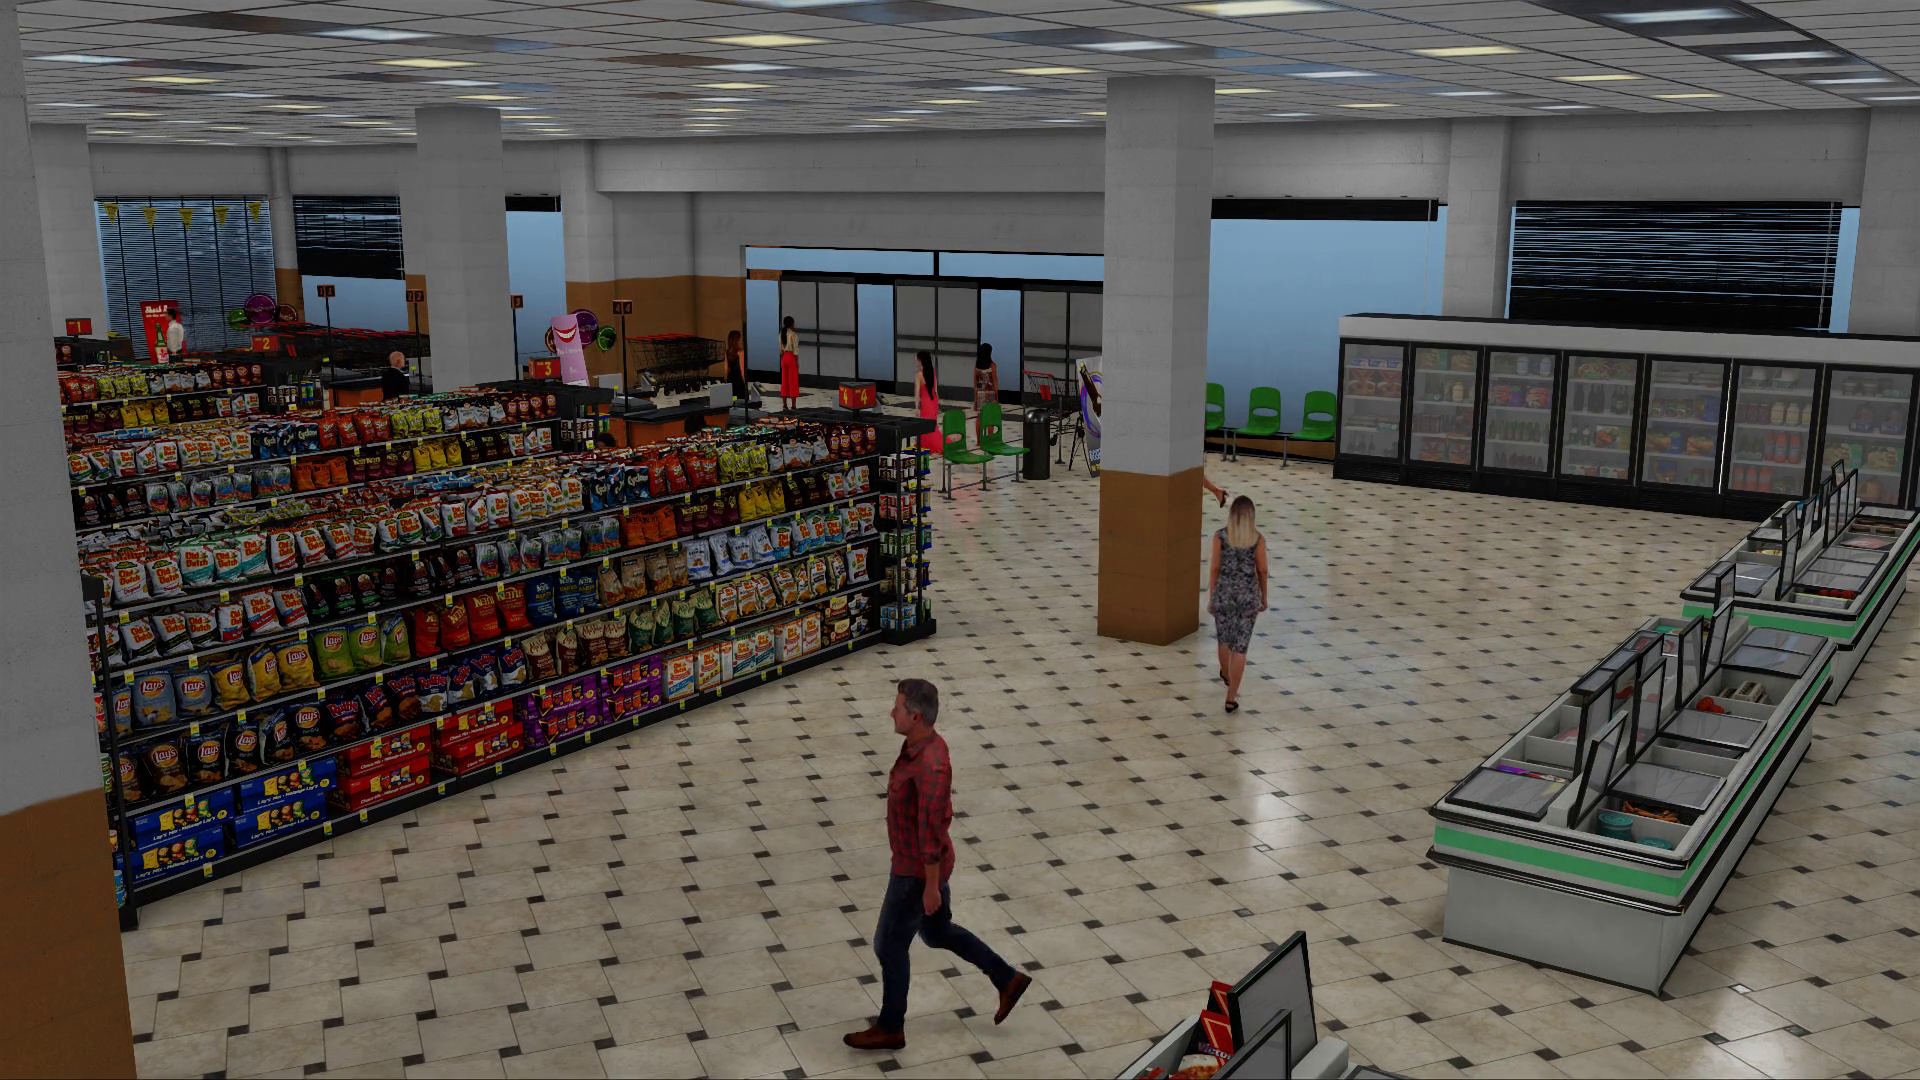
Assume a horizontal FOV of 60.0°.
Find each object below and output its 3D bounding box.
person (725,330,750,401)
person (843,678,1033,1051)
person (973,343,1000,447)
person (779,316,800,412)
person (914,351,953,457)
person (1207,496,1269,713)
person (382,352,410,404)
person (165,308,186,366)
[{"bbox_3d":[-3.600,-2.446,26.702,0.581,1.834,0.519,9,15,36],"label":"person"},{"bbox_3d":[-0.086,1.542,7.834,1.171,1.803,1.193,0,12,-1],"label":"person"},{"bbox_3d":[0.408,-2.327,26.594,0.651,1.645,0.521,9,15,36],"label":"person"},{"bbox_3d":[-3.106,-3.186,30.317,0.602,1.793,0.518,9,15,36],"label":"person"},{"bbox_3d":[-0.389,-1.902,24.482,0.706,1.683,1.032,10,16,40],"label":"person"},{"bbox_3d":[2.144,0.530,12.973,0.825,1.666,1.115,3,12,15],"label":"person"},{"bbox_3d":[-7.988,-1.773,23.601,0.690,1.795,0.560,9,15,36],"label":"person"},{"bbox_3d":[-15.064,-3.567,32.131,1.121,1.791,1.078,-2,12,-9],"label":"person"}]
